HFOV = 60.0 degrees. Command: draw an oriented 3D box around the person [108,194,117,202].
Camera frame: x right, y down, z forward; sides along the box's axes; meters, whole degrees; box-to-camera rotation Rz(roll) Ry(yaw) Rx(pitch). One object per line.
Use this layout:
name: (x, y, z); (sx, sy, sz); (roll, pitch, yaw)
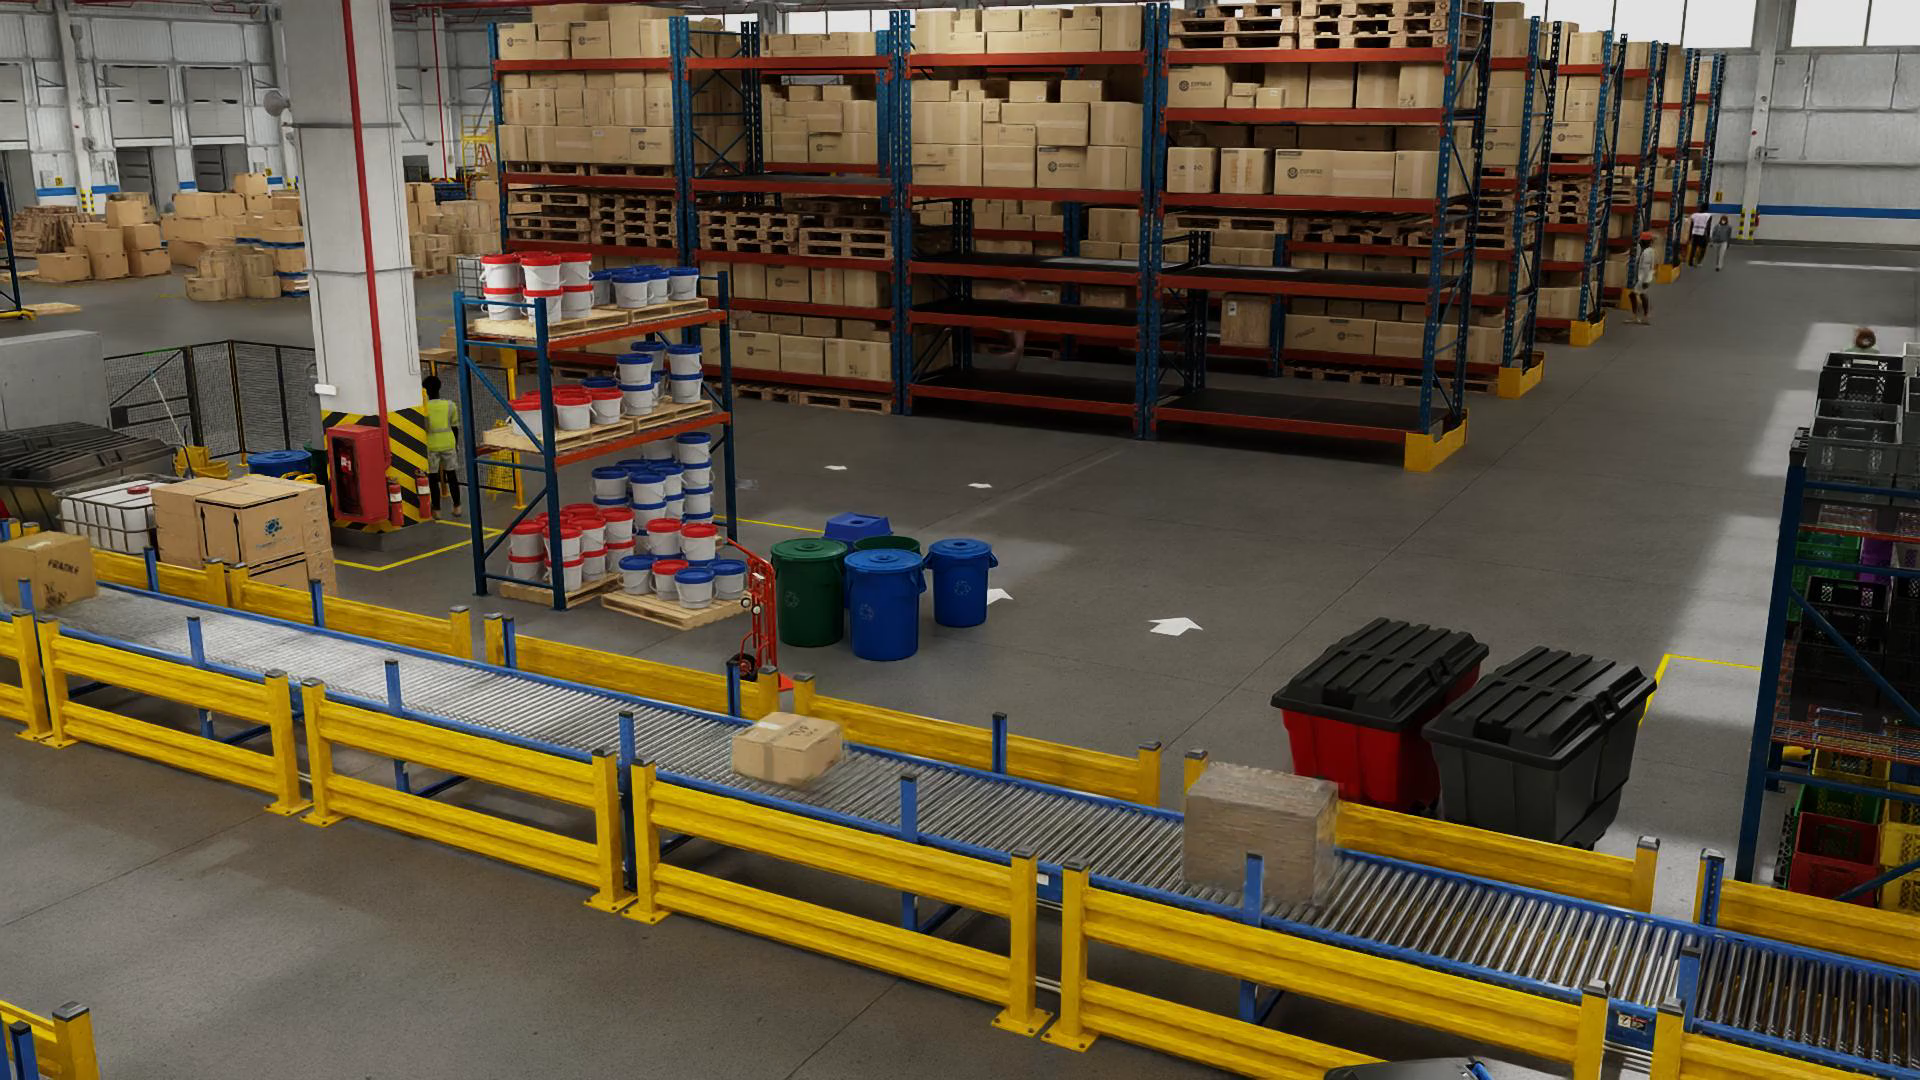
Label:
person: (-26.229, -9.793, 51.750); (0.643, 1.919, 0.459); (6, 16, 22)

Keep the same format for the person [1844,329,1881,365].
person: (12.938, -2.229, 23.943); (0.510, 1.590, 0.865); (5, 16, 18)

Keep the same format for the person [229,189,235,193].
person: (-26.183, -11.862, 60.068); (0.313, 1.639, 0.517); (-11, 18, -35)

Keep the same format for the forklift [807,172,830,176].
forklift: (-5.198, -12.865, 61.463); (1.129, 2.768, 1.873); (8, 17, 28)

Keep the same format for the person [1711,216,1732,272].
person: (21.582, -8.402, 47.179); (0.492, 1.578, 0.889); (11, 18, 35)

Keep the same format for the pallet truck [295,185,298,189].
pallet truck: (-26.804, -14.617, 69.738); (1.885, 1.965, 0.823); (-14, 20, -42)

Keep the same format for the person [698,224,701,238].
person: (-6.864, -8.140, 45.539); (0.593, 1.922, 0.391); (2, 15, 7)

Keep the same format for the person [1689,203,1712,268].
person: (21.504, -8.839, 48.272); (0.764, 1.863, 0.659); (-14, 20, -42)

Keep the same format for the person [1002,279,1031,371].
person: (1.019, -3.699, 28.895); (0.521, 1.887, 0.669); (10, 18, 33)

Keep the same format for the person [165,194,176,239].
person: (-24.877, -10.057, 52.845); (0.656, 1.879, 1.037); (3, 15, 11)

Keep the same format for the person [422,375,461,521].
person: (-6.091, -1.075, 19.402); (0.537, 1.698, 0.320); (-11, 19, -37)

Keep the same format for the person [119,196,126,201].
person: (-26.468, -10.003, 52.756); (0.535, 1.821, 0.808); (-4, 15, -15)

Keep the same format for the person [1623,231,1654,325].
person: (14.736, -5.678, 36.089); (0.698, 2.017, 0.630); (7, 16, 24)
